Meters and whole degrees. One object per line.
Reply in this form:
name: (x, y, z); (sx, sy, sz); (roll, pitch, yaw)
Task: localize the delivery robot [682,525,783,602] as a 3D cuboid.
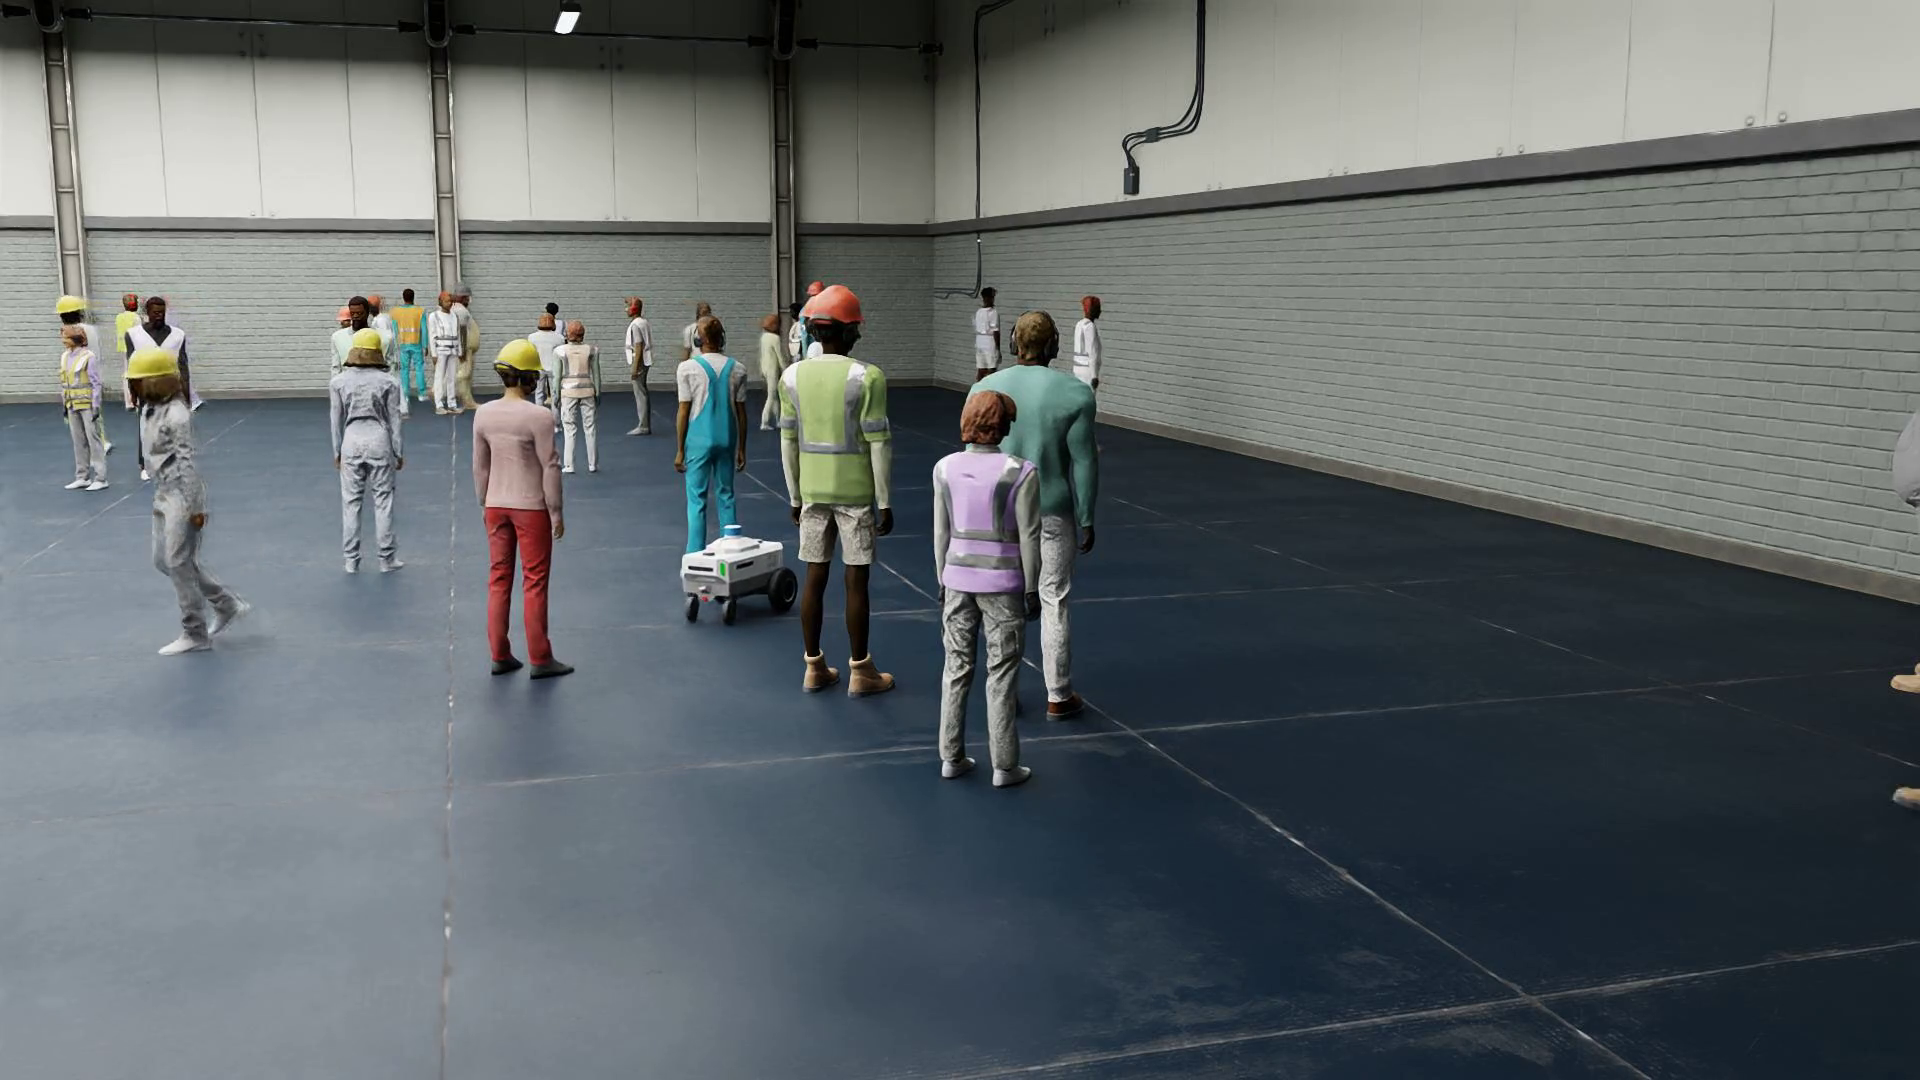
delivery robot: (-1.397, 0.153, 10.256); (0.477, 0.478, 0.707); (4, 10, 26)

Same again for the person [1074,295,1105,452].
person: (1.550, -2.012, 20.136); (0.337, 1.883, 0.584); (-2, 9, -12)

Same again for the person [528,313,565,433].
person: (-5.585, -2.258, 22.534); (0.503, 1.627, 0.290); (-1, 9, -7)

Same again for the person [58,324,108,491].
person: (-8.643, -1.299, 16.378); (0.517, 1.636, 0.313); (5, 10, 28)

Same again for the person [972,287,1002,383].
person: (0.445, -3.114, 27.004); (0.372, 1.941, 0.668); (-7, 11, -39)

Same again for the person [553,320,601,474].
person: (-4.097, -1.525, 17.813); (0.522, 1.640, 0.306); (-4, 10, -26)

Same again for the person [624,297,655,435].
person: (-4.272, -2.313, 22.193); (0.373, 1.840, 0.570); (0, 9, -3)

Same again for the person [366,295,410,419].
person: (-8.636, -2.679, 24.553); (0.981, 1.831, 0.588); (-3, 9, -19)

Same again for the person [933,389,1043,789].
person: (0.104, 0.201, 6.836); (0.507, 1.629, 0.316); (6, 11, 34)

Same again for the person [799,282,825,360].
person: (-2.111, -2.774, 24.503); (0.396, 2.038, 0.615); (4, 10, 25)

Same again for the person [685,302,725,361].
person: (-3.407, -2.279, 22.196); (0.533, 1.790, 1.021); (-7, 11, -38)

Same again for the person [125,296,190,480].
person: (-8.346, -1.578, 17.334); (0.606, 1.906, 0.406); (-7, 12, -40)

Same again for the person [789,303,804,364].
person: (-2.678, -3.083, 27.579); (0.319, 1.694, 0.532); (-2, 9, -15)

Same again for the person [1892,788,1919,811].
person: (3.794, 0.216, 6.167); (0.543, 1.808, 0.554); (4, 10, 23)

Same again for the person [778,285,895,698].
person: (-0.600, -0.235, 8.290); (0.607, 2.048, 0.365); (4, 10, 25)

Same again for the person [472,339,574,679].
person: (-2.285, -0.159, 8.697); (0.533, 1.767, 0.326); (4, 10, 24)

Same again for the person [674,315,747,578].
person: (-1.718, -0.629, 11.497); (0.519, 1.834, 0.363); (-5, 10, -31)

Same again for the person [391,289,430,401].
person: (-9.413, -3.338, 28.492); (0.589, 1.920, 0.398); (-1, 9, -4)

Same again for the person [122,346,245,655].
person: (-4.316, -0.222, 9.245); (0.567, 1.713, 0.508); (-8, 12, -43)

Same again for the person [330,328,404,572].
person: (-4.209, -0.635, 11.847); (0.488, 1.734, 0.344); (-1, 9, -8)

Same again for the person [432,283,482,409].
person: (-7.992, -3.077, 26.436); (0.736, 2.000, 0.692); (-3, 10, -21)

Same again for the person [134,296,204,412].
person: (-12.370, -2.888, 25.939); (1.023, 1.837, 0.648); (-2, 9, -10)

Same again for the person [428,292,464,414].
person: (-7.933, -2.885, 25.720); (0.360, 1.882, 0.575); (6, 11, 34)

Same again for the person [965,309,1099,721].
person: (0.338, -0.111, 7.841); (0.635, 1.937, 0.353); (2, 9, 15)

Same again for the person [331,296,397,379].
person: (-5.734, -1.385, 16.031); (0.597, 1.916, 0.371); (-2, 9, -10)

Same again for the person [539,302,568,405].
person: (-6.735, -3.085, 27.579); (0.533, 1.697, 0.319); (-7, 11, -38)

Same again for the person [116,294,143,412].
person: (-12.971, -2.922, 26.064); (0.567, 1.847, 0.389); (5, 10, 29)

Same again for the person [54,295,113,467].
person: (-9.632, -1.729, 18.291); (0.472, 1.906, 0.615); (1, 9, 6)

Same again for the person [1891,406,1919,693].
person: (4.983, -0.244, 8.361); (0.684, 2.000, 0.538); (-8, 12, -42)

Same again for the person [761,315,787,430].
person: (-2.552, -2.317, 23.047); (0.609, 1.597, 0.522); (-5, 10, -28)
